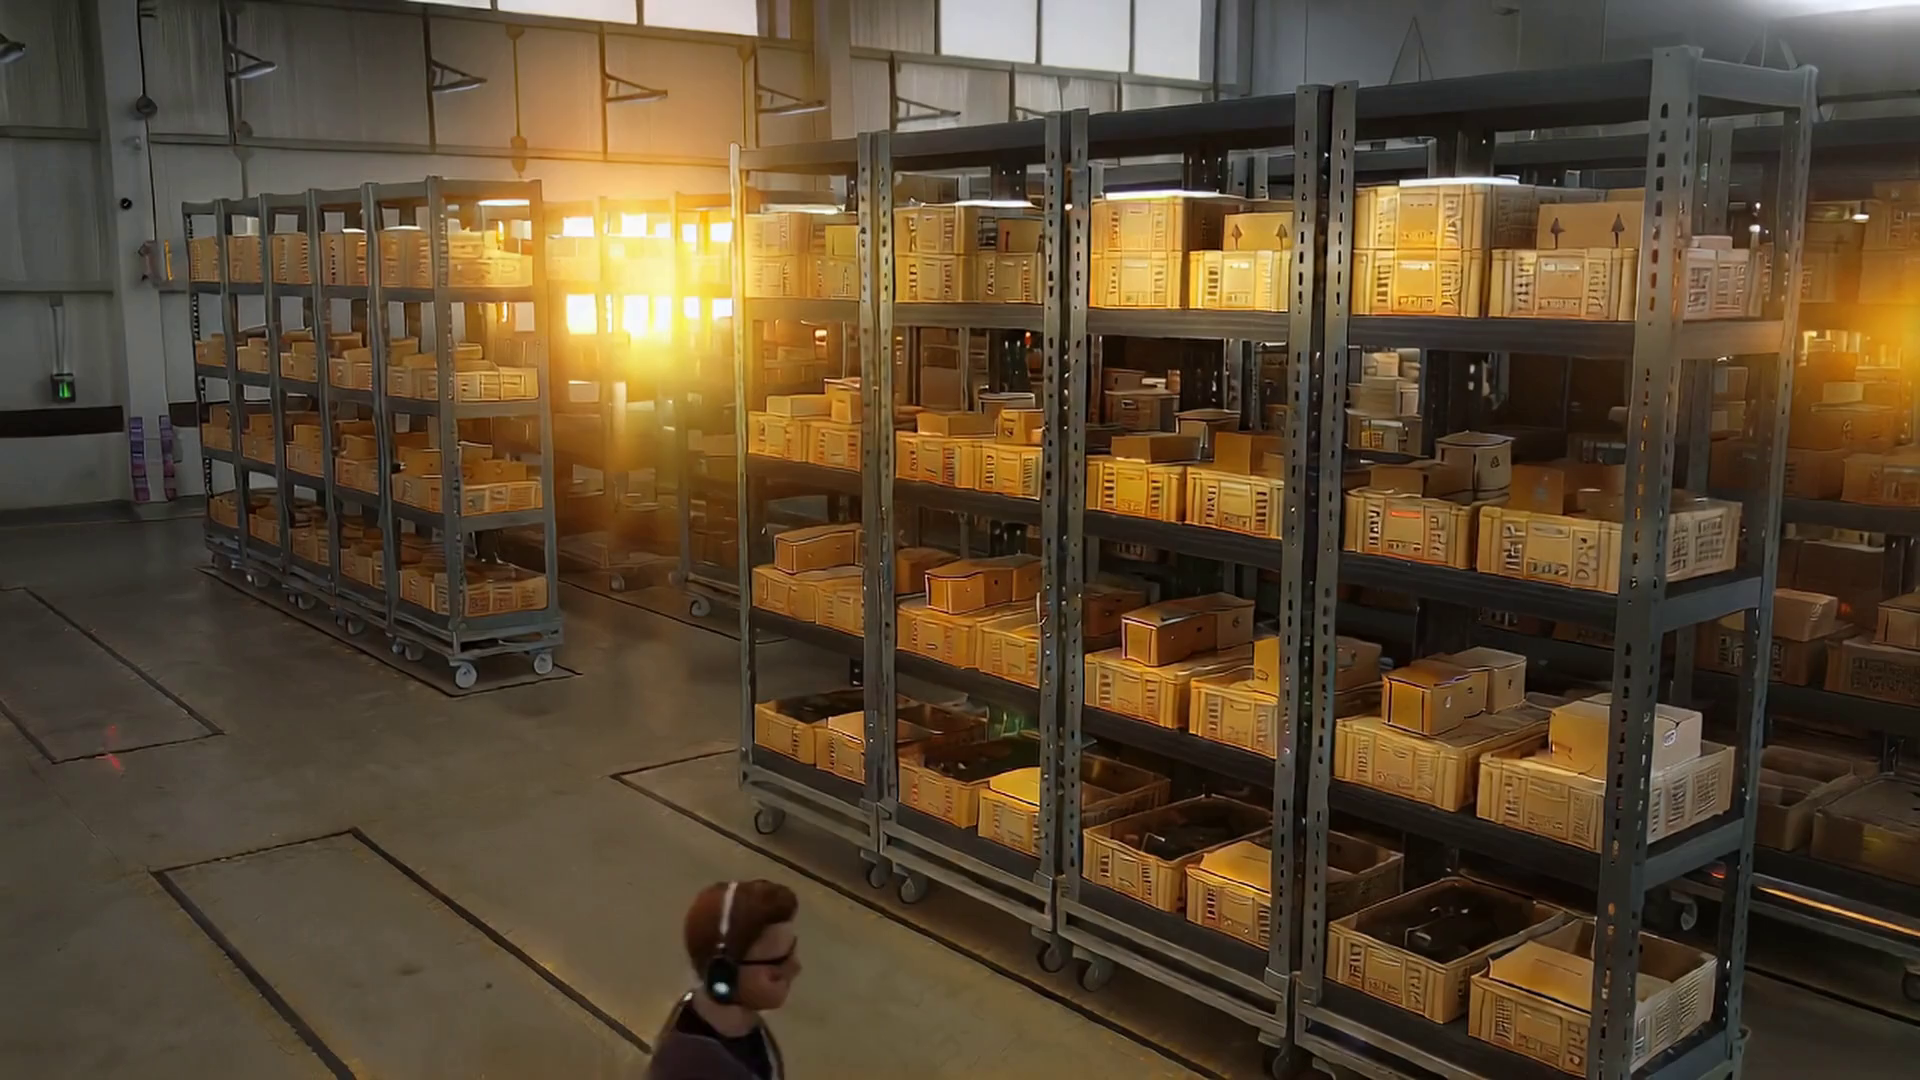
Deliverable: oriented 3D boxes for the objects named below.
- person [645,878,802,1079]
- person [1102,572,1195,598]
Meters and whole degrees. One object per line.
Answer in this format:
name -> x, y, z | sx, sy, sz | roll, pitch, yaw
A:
person -> -0.554, 1.560, 3.429 | 0.916, 1.810, 0.578 | 0, 9, -1
person -> 1.654, -0.265, 14.533 | 0.985, 1.780, 0.585 | -2, 10, -11
